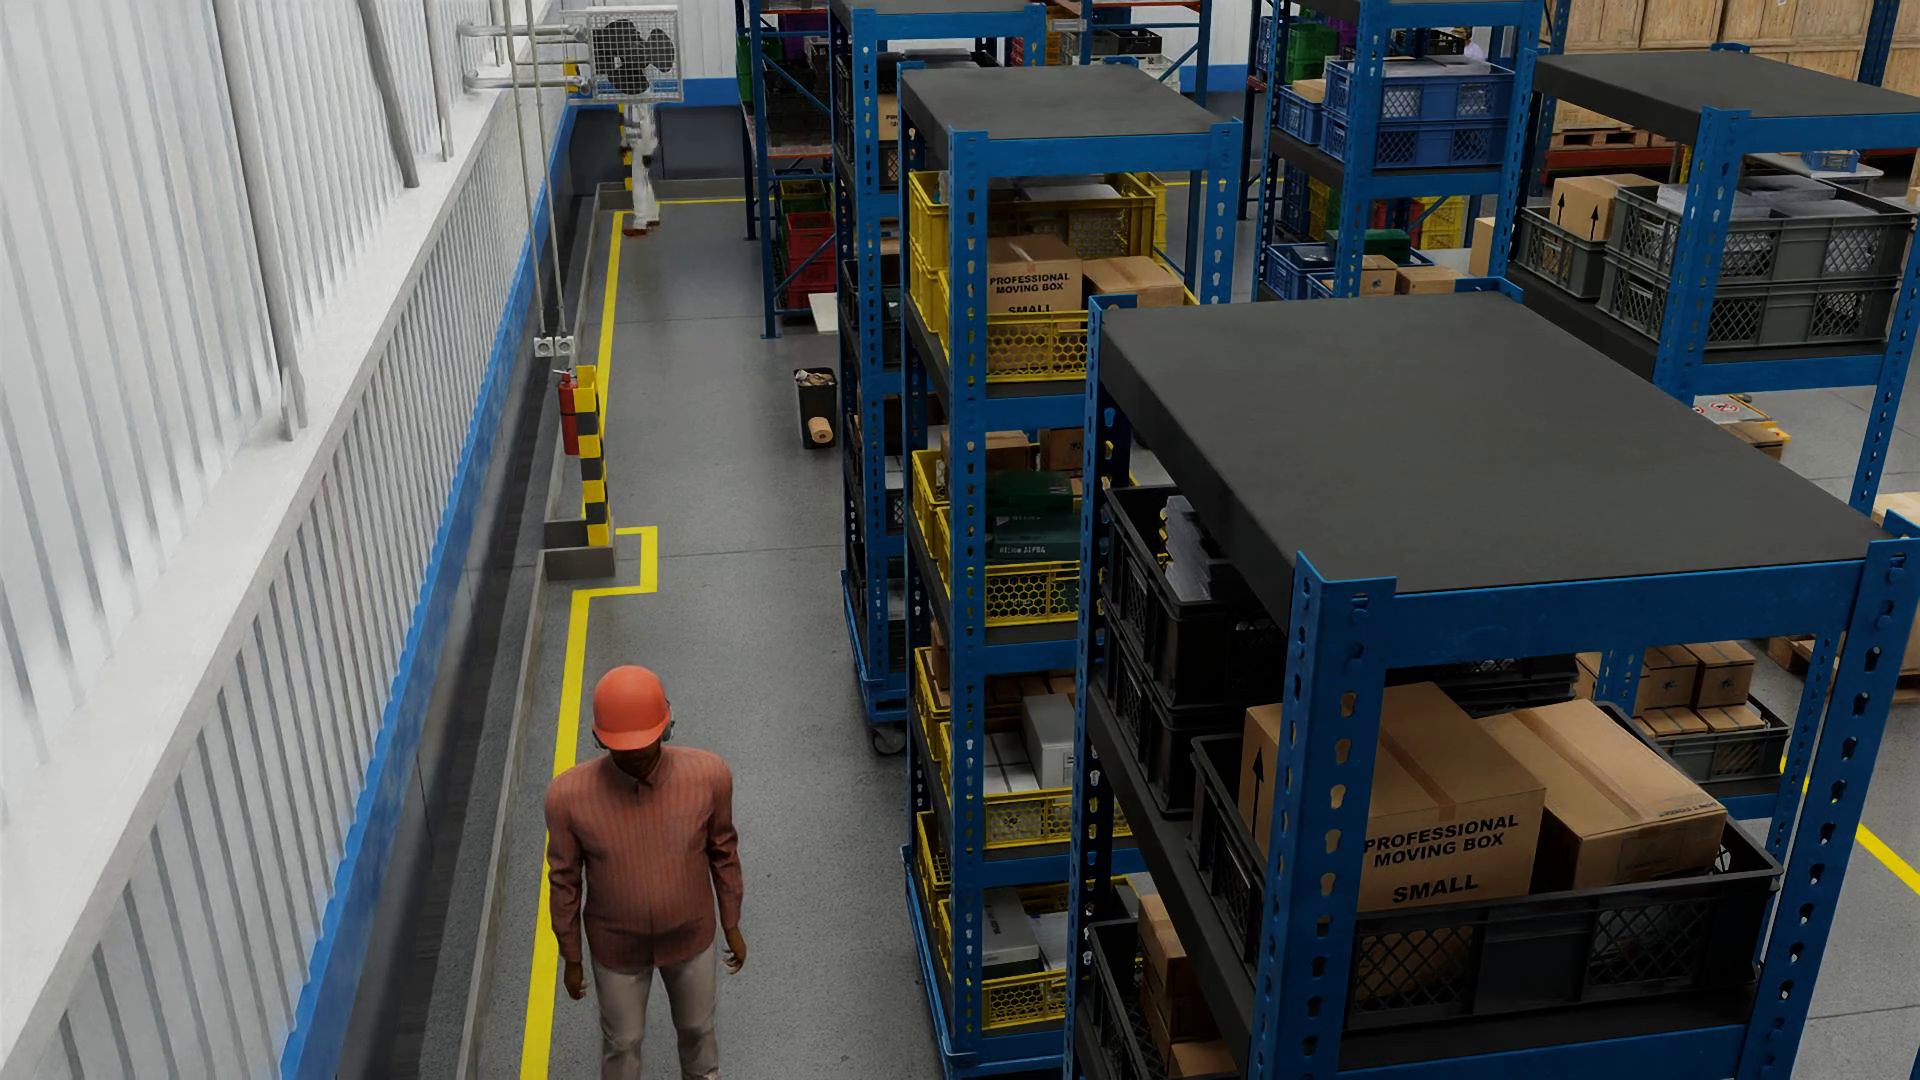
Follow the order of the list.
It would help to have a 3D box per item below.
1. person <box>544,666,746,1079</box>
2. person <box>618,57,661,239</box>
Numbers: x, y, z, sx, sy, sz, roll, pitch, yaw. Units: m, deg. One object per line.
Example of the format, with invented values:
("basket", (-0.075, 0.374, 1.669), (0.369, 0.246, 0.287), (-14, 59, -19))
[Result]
("person", (-1.001, 1.288, 5.418), (0.623, 1.993, 0.384), (-8, 26, -17))
("person", (-3.366, -4.108, 17.313), (0.455, 1.859, 0.616), (-5, 25, -11))
